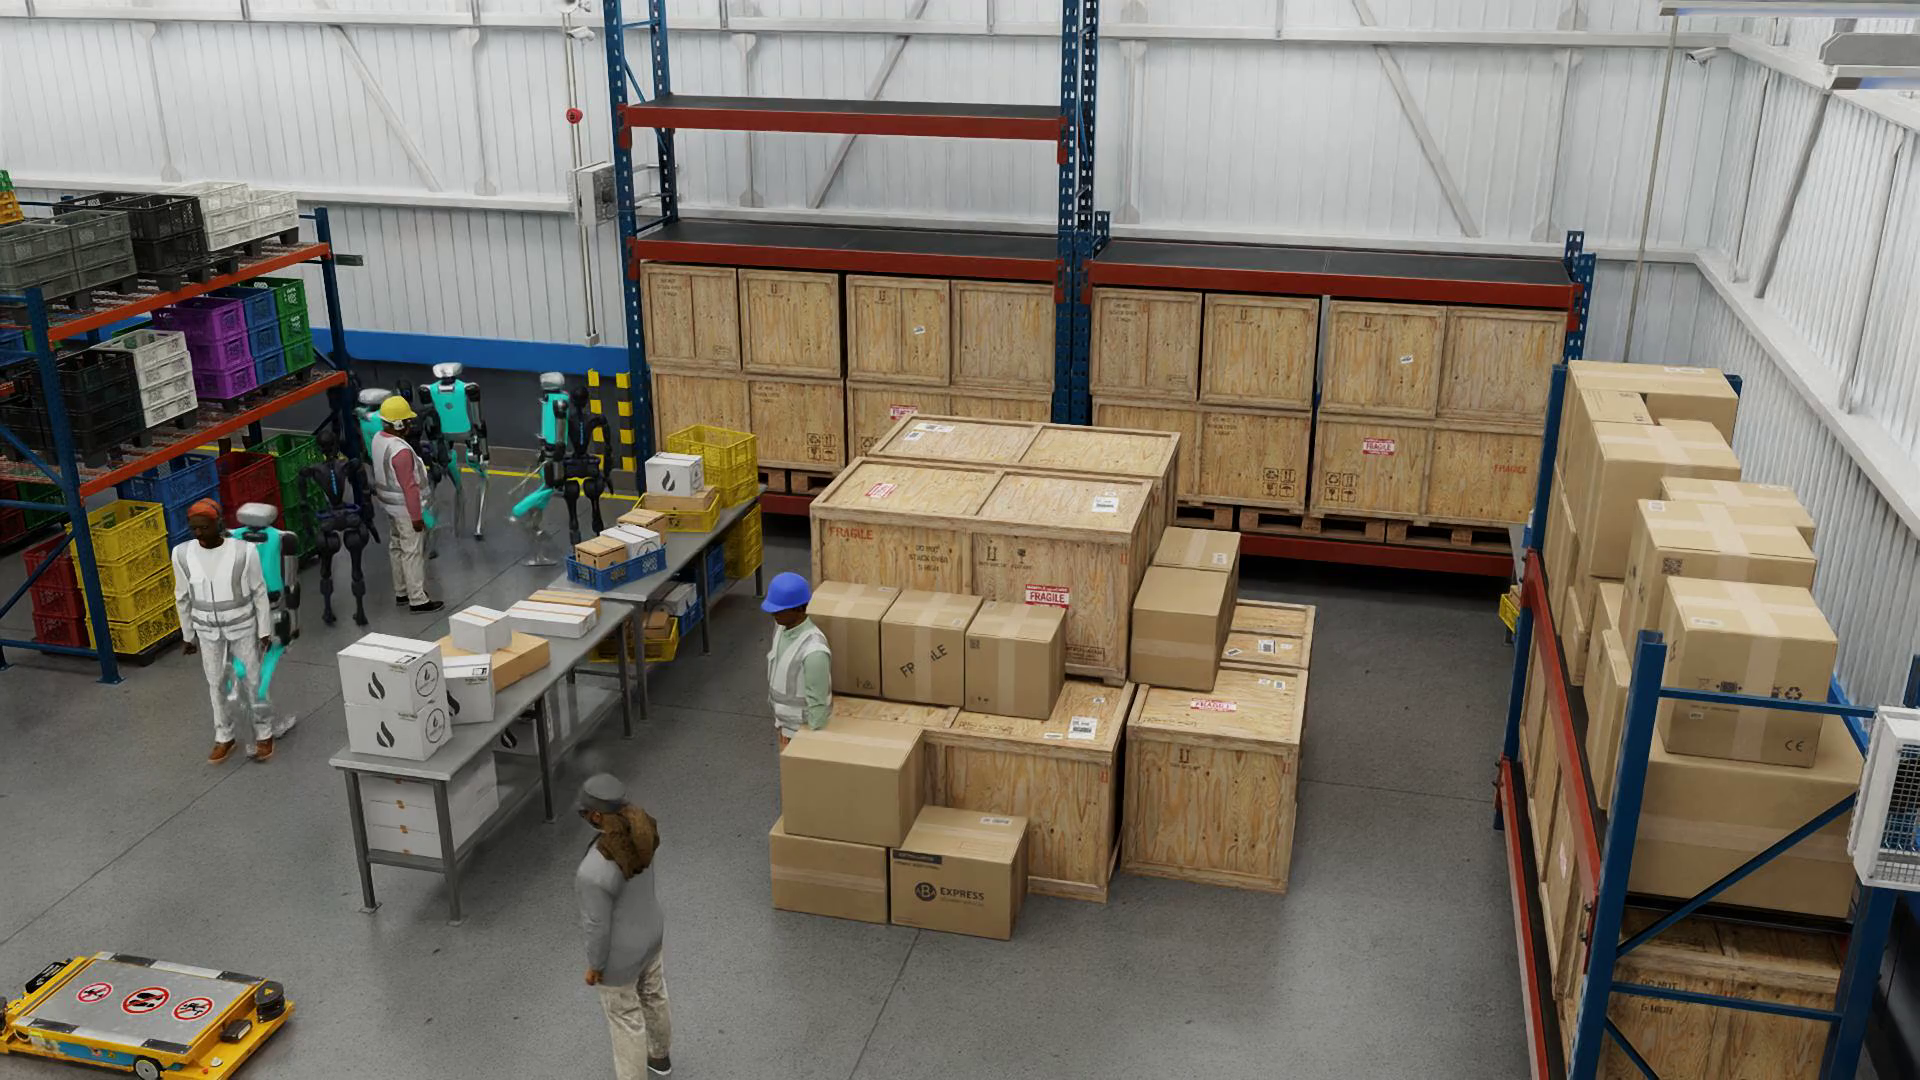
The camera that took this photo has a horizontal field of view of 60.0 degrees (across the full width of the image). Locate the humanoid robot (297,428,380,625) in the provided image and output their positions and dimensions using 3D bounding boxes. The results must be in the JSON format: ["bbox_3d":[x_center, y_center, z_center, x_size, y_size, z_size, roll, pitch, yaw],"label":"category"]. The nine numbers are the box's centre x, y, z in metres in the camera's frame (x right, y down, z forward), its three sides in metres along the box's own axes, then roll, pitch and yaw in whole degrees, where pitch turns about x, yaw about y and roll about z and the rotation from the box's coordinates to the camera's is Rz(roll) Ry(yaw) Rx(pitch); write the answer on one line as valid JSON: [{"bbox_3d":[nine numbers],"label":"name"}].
[{"bbox_3d":[-4.979,-0.107,13.337,0.592,1.649,0.355,-11,23,-26],"label":"humanoid robot"}]

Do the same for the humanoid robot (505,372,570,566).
[{"bbox_3d":[-3.714,-0.546,14.440,0.772,1.790,0.563,-9,23,-23],"label":"humanoid robot"}]

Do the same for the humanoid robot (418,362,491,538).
[{"bbox_3d":[-4.514,-0.776,15.141,0.531,1.852,0.790,-2,21,-4],"label":"humanoid robot"}]

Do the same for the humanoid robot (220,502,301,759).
[{"bbox_3d":[-4.736,0.692,11.203,0.569,1.756,0.865,-3,21,-8],"label":"humanoid robot"}]

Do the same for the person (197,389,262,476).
[{"bbox_3d":[-7.066,-1.345,16.084,0.606,2.043,0.376,-9,23,-21],"label":"person"}]

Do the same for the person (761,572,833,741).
[{"bbox_3d":[-0.954,1.085,9.875,0.410,1.939,0.603,-10,23,-24],"label":"person"}]

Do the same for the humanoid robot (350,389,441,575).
[{"bbox_3d":[-4.709,-0.494,14.288,0.533,1.767,0.834,14,25,32],"label":"humanoid robot"}]

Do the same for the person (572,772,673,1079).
[{"bbox_3d":[-1.603,1.910,7.944,0.394,1.769,0.564,7,22,18],"label":"person"}]

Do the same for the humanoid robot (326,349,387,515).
[{"bbox_3d":[-5.701,-1.035,15.793,0.574,1.628,0.601,4,21,10],"label":"humanoid robot"}]

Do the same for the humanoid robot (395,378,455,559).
[{"bbox_3d":[-4.787,-0.620,14.691,0.586,1.656,0.350,-13,24,-30],"label":"humanoid robot"}]

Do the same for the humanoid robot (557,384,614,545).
[{"bbox_3d":[-3.357,-0.574,14.615,0.611,1.642,0.614,-7,22,-17],"label":"humanoid robot"}]

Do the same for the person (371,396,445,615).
[{"bbox_3d":[-4.537,-0.288,13.611,0.404,1.827,0.601,-17,26,-37],"label":"person"}]

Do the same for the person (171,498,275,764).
[{"bbox_3d":[-4.933,0.613,11.180,0.583,1.882,0.337,-2,21,-6],"label":"person"}]

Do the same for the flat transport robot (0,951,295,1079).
[{"bbox_3d":[-4.270,2.464,8.601,1.431,0.231,0.659,5,22,13],"label":"flat transport robot"}]
